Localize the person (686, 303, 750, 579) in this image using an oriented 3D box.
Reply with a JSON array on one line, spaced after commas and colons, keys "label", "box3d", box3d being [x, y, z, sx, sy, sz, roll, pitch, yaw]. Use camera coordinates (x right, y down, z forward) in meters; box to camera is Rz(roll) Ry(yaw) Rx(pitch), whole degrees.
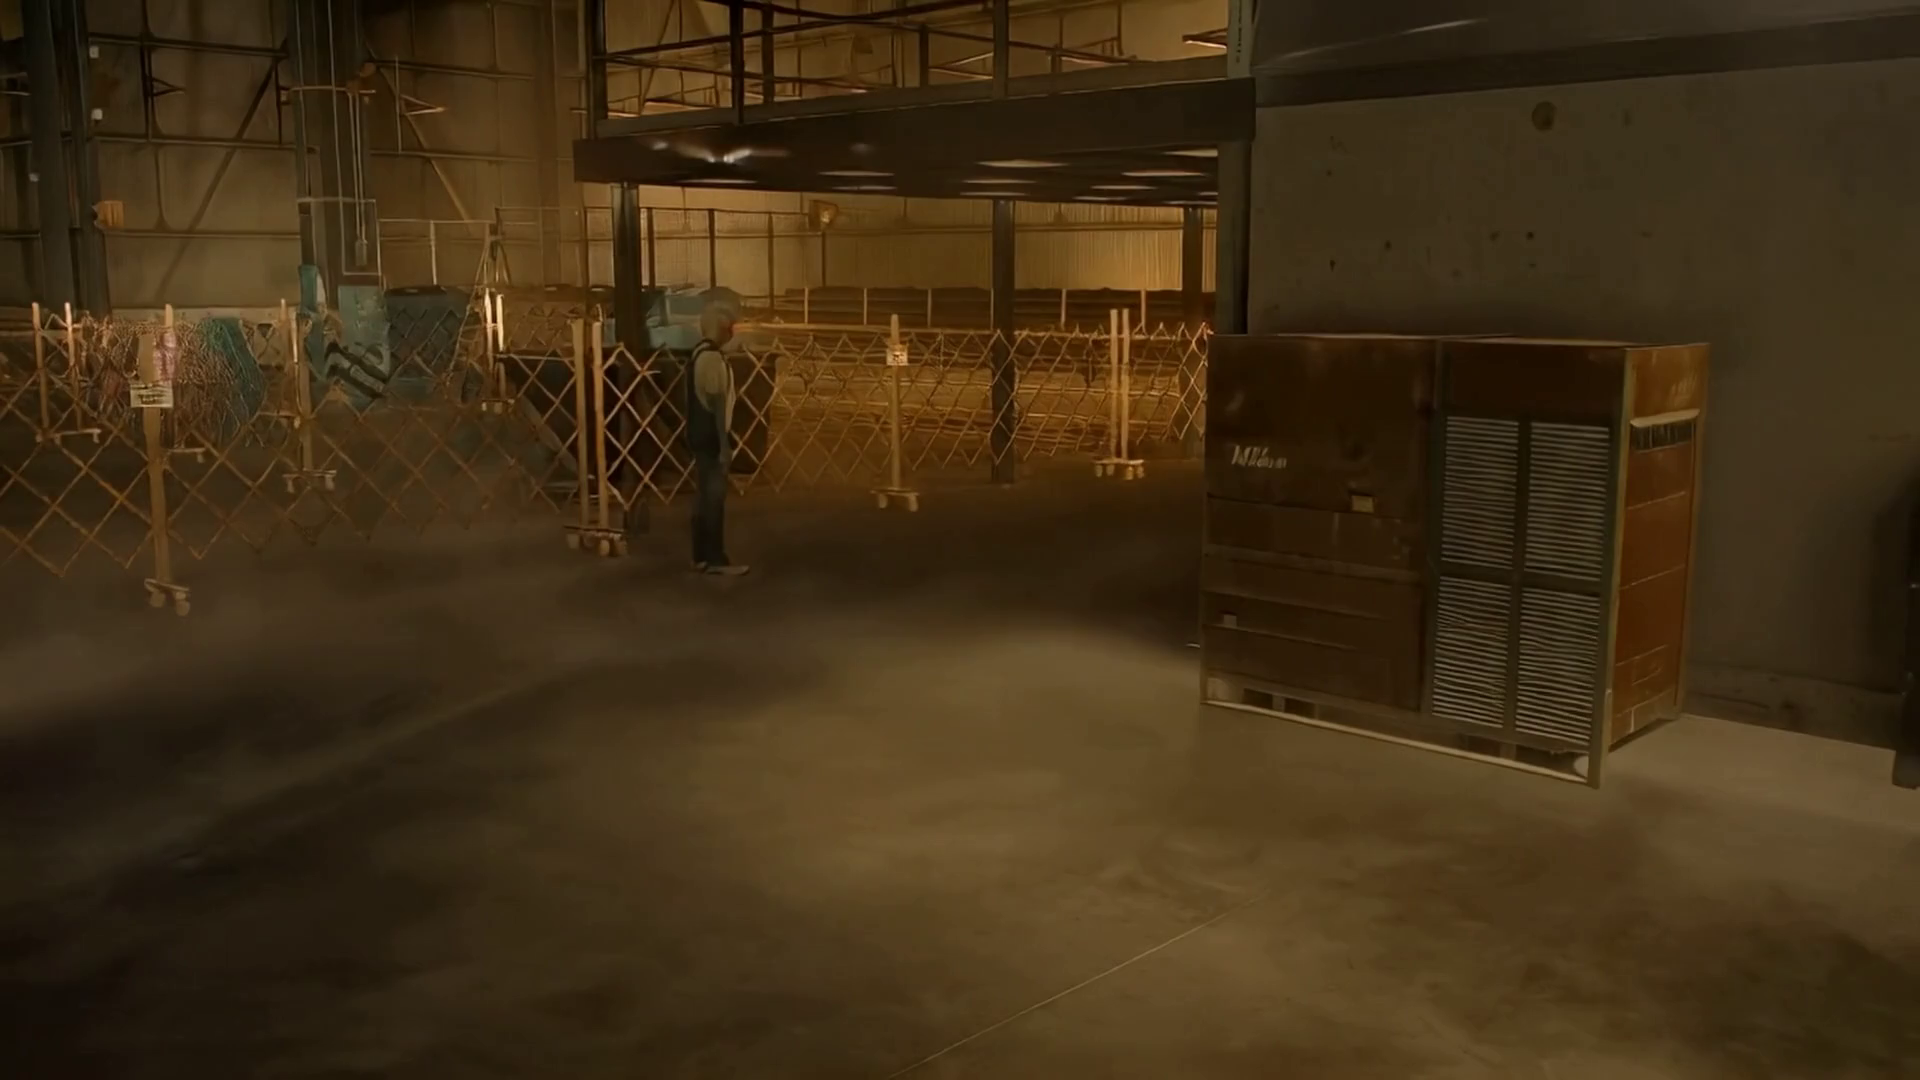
[{"label": "person", "box3d": [-1.656, -0.662, 11.183, 0.350, 1.842, 0.506, -4, 10, -25]}]
